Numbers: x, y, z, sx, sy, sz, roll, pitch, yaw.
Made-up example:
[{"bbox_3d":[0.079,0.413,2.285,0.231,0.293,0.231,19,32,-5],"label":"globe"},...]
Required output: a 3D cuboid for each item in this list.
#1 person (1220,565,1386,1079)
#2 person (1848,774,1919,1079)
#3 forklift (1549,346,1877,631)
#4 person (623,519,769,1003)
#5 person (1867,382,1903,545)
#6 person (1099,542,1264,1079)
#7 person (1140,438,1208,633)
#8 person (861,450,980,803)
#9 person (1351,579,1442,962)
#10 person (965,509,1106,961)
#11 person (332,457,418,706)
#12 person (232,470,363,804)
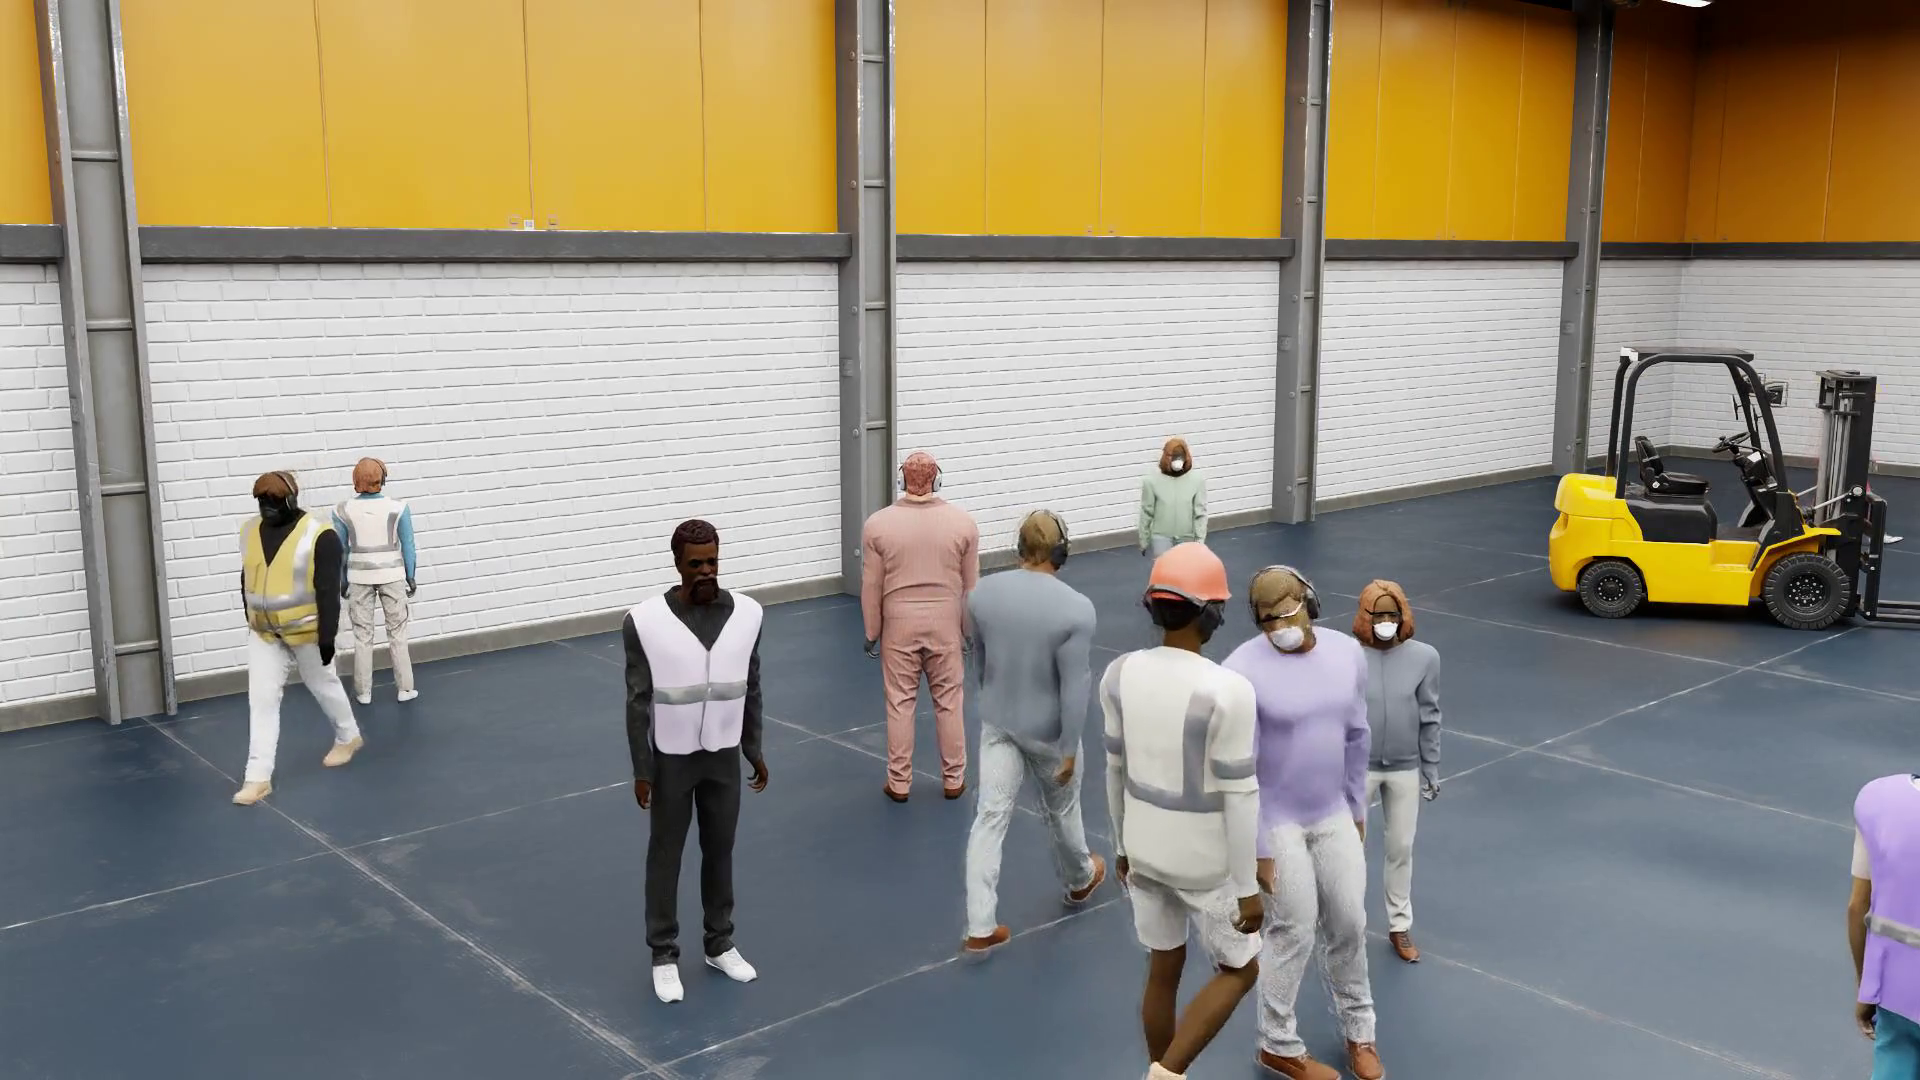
[{"bbox_3d":[1.200,1.013,5.874,0.706,1.893,0.417,-5,11,-27],"label":"person"},{"bbox_3d":[2.616,1.277,4.430,0.388,1.847,0.563,-4,11,-24],"label":"person"},{"bbox_3d":[6.109,-0.478,13.691,2.313,2.155,1.214,3,10,16],"label":"forklift"},{"bbox_3d":[-1.055,0.857,6.677,0.589,1.920,0.399,-6,11,-31],"label":"person"},{"bbox_3d":[9.222,-0.804,16.952,0.861,1.727,0.540,6,11,31],"label":"person"},{"bbox_3d":[0.711,1.018,5.398,0.474,2.031,0.643,-9,13,-41],"label":"person"},{"bbox_3d":[1.617,0.002,12.665,0.487,1.581,0.879,-1,10,-7],"label":"person"},{"bbox_3d":[-0.213,0.468,8.996,0.644,1.907,0.399,-1,10,-6],"label":"person"},{"bbox_3d":[1.742,0.961,6.931,0.503,1.626,0.281,0,10,0],"label":"person"},{"bbox_3d":[0.321,0.797,7.198,0.631,1.875,1.069,5,11,28],"label":"person"},{"bbox_3d":[-3.820,0.276,10.897,0.511,1.641,0.307,-2,10,-13],"label":"person"},{"bbox_3d":[-3.695,0.484,9.265,0.630,1.791,0.981,2,10,10],"label":"person"}]
